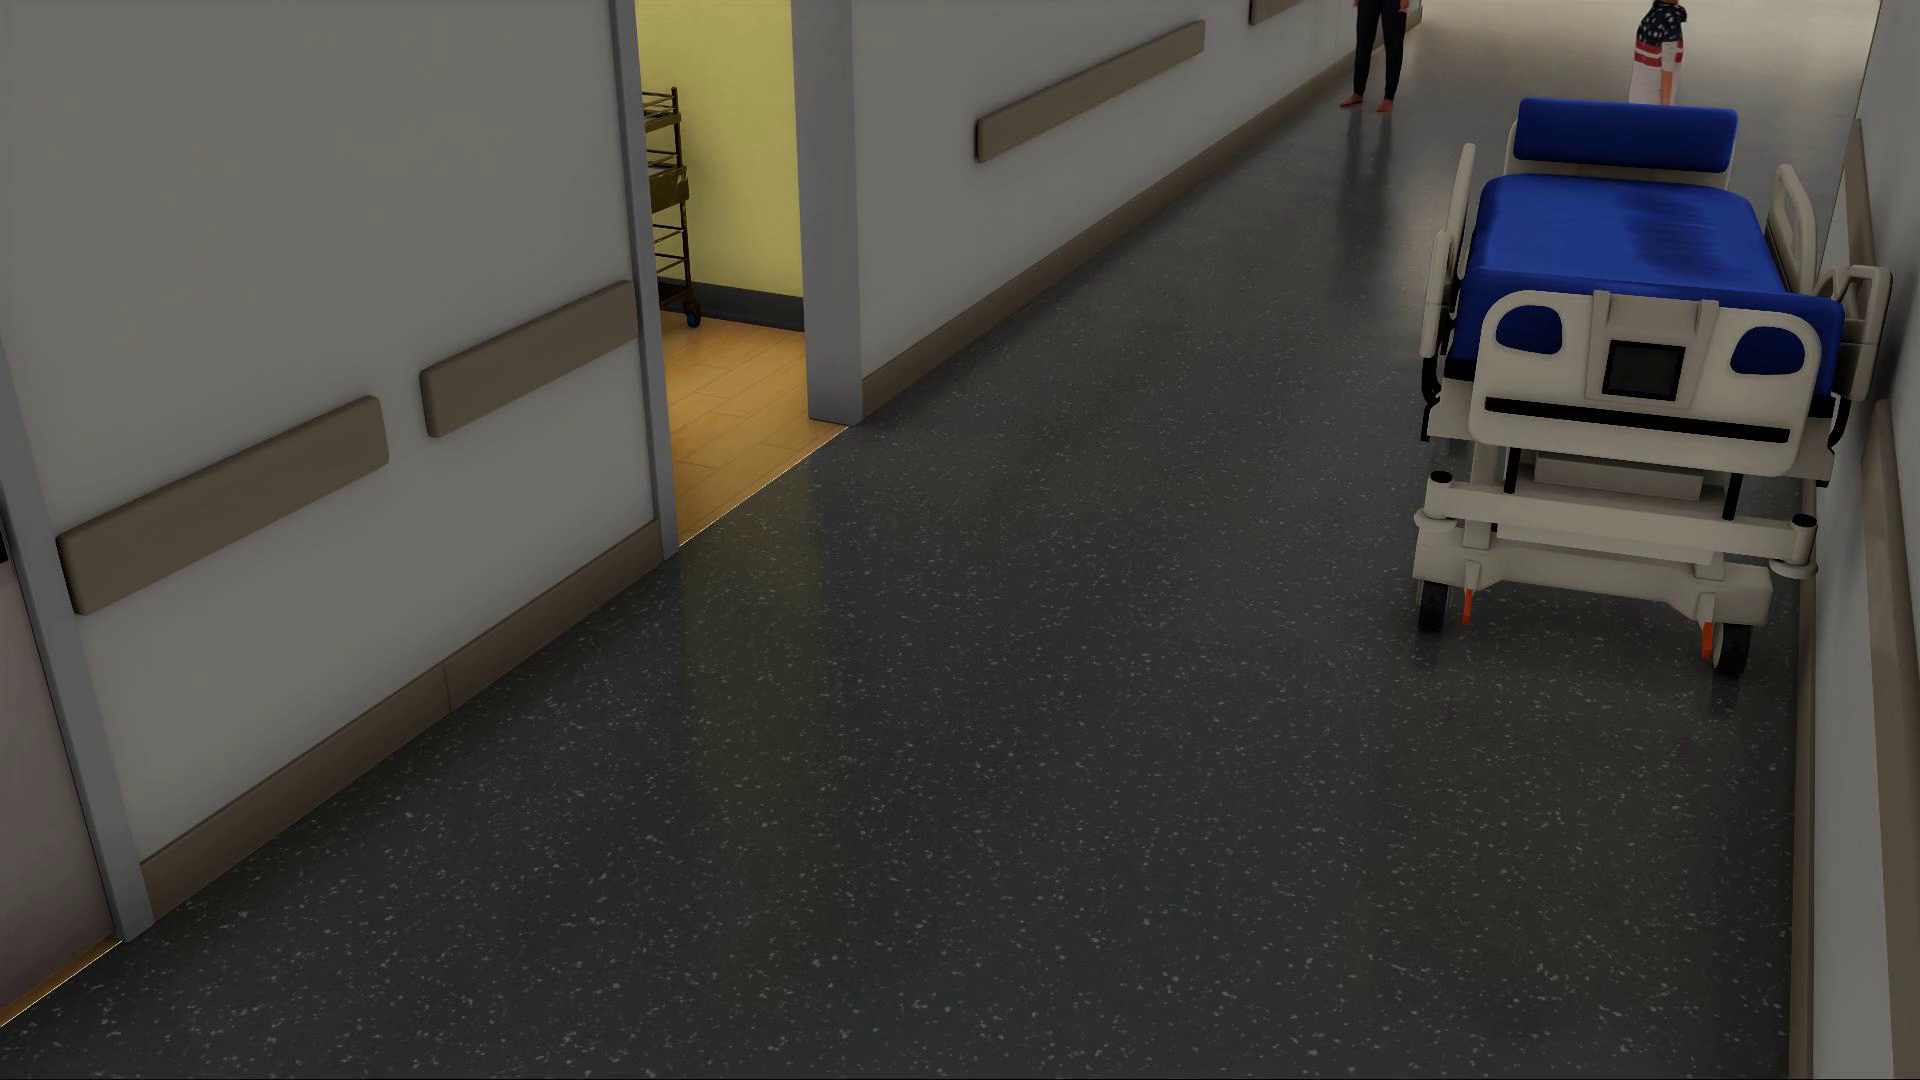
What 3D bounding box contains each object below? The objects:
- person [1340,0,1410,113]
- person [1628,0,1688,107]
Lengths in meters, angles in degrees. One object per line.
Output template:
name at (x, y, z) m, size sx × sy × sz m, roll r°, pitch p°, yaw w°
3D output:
person at (3.100, -4.044, 12.133) m, size 0.536 × 1.727 × 0.707 m, roll 19°, pitch 32°, yaw 34°
person at (3.893, -2.540, 9.346) m, size 0.606 × 1.438 × 0.592 m, roll -1°, pitch 26°, yaw -3°
